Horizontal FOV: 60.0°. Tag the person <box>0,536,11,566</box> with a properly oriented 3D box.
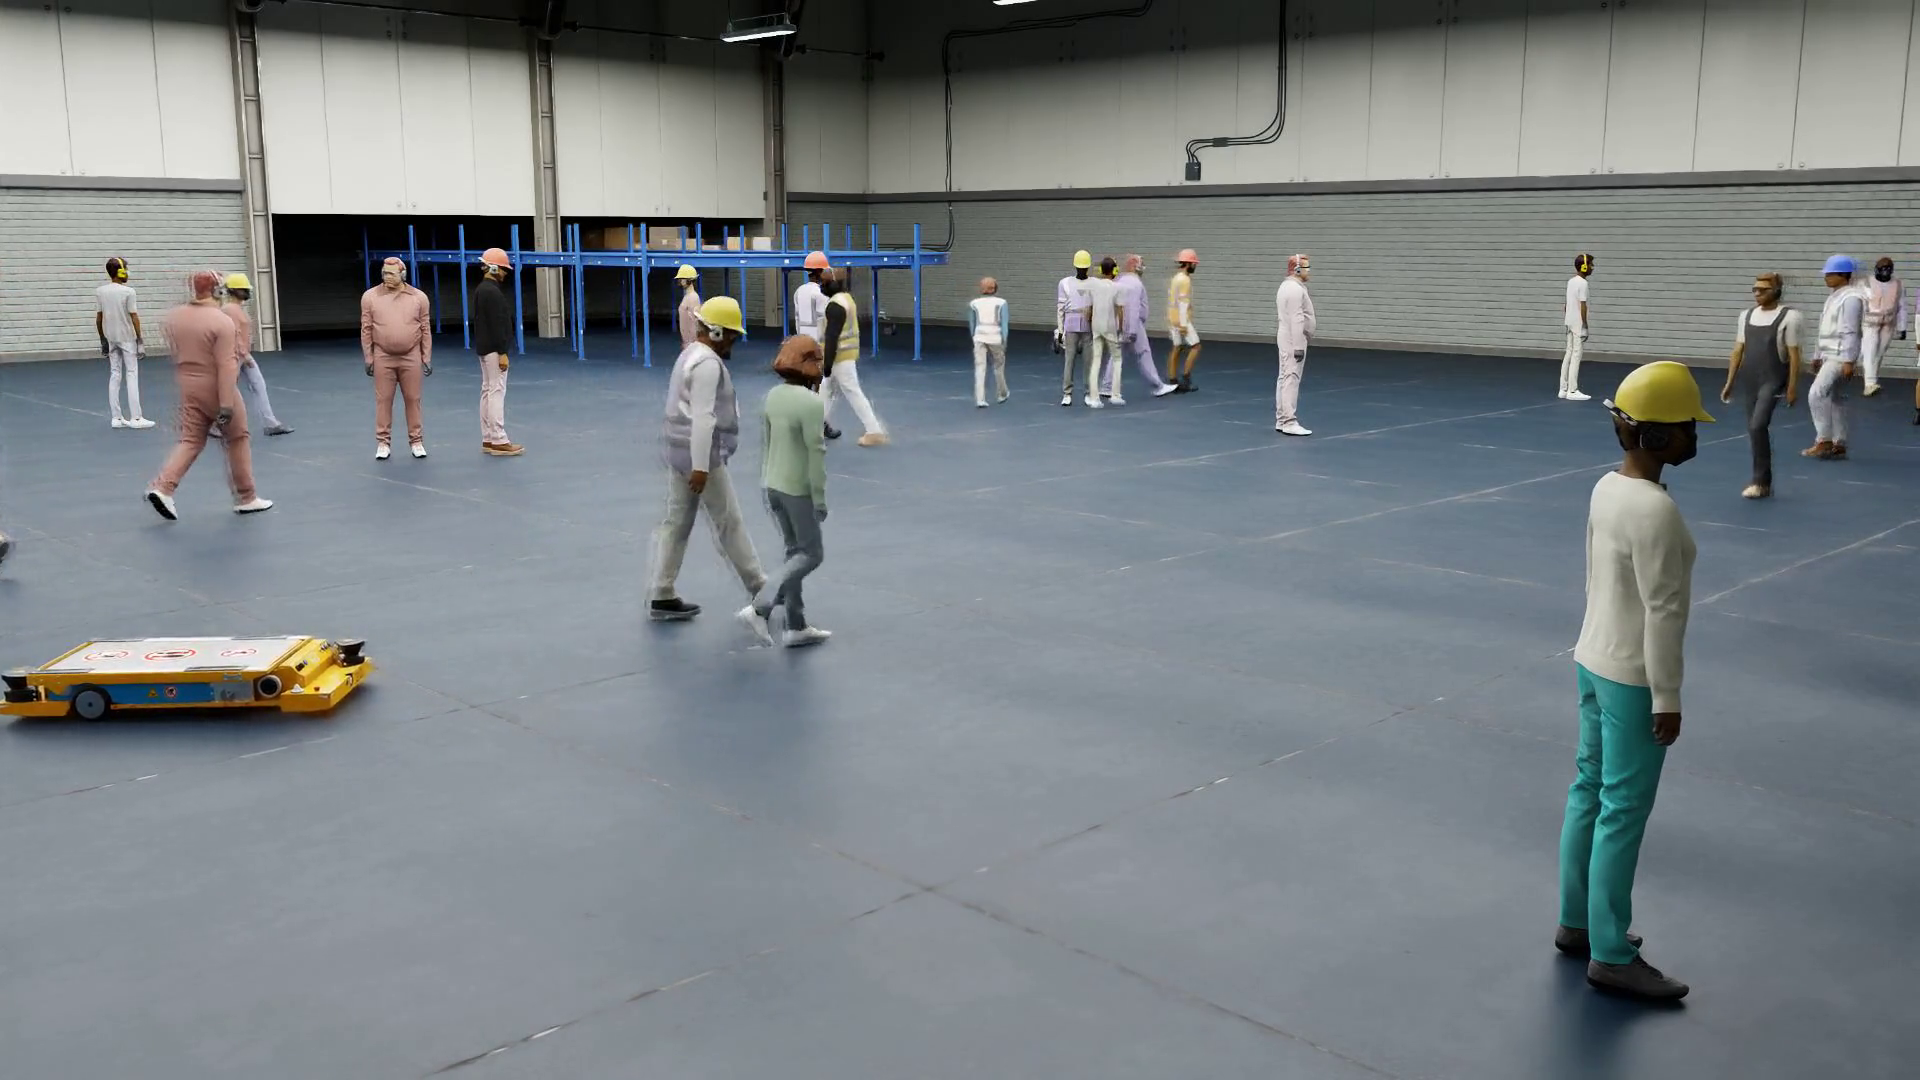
[{"bbox_3d":[-6.316,-0.577,10.183,0.769,1.669,0.539,1,10,4],"label":"person"}]

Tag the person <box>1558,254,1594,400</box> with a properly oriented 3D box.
[{"bbox_3d":[8.013,-2.764,21.571,0.309,1.868,0.535,-1,10,-3],"label":"person"}]

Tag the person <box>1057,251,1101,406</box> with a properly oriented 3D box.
[{"bbox_3d":[1.505,-2.639,20.747,0.585,1.920,0.374,0,10,1],"label":"person"}]

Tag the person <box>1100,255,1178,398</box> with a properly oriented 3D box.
[{"bbox_3d":[2.297,-2.768,21.648,1.012,1.848,0.654,-3,11,-15],"label":"person"}]

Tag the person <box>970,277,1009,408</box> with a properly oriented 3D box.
[{"bbox_3d":[0.373,-2.444,20.572,0.525,1.581,0.897,3,11,17],"label":"person"}]

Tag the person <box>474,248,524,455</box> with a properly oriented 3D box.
[{"bbox_3d":[-4.508,-1.832,16.164,0.391,1.988,0.611,-6,12,-30],"label":"person"}]

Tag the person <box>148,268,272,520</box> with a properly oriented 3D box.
[{"bbox_3d":[-5.670,-1.096,12.481,0.652,1.876,0.910,5,11,24],"label":"person"}]

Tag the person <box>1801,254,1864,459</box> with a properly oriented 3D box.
[{"bbox_3d":[8.206,-1.725,15.739,0.588,1.924,0.639,2,11,12],"label":"person"}]

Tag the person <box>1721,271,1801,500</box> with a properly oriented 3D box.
[{"bbox_3d":[6.394,-1.236,13.352,0.647,1.822,0.504,-5,11,-24],"label":"person"}]

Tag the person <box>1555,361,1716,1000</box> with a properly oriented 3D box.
[{"bbox_3d":[1.905,0.383,4.690,0.311,1.769,0.525,0,10,2],"label":"person"}]

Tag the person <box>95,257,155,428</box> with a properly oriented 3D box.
[{"bbox_3d":[-9.237,-2.171,18.345,0.535,1.865,0.312,2,11,11],"label":"person"}]

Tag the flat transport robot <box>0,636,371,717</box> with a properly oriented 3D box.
[{"bbox_3d":[-3.526,0.613,7.628,1.431,0.197,0.652,-1,10,-4],"label":"flat transport robot"}]

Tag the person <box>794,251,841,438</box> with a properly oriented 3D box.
[{"bbox_3d":[-1.505,-2.051,17.489,0.360,1.939,0.543,-9,13,-39],"label":"person"}]

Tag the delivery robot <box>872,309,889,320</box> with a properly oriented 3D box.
[{"bbox_3d":[-1.667,-4.815,35.489,0.335,0.223,0.698,-3,11,-14],"label":"delivery robot"}]

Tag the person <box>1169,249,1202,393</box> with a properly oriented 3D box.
[{"bbox_3d":[3.060,-2.936,22.363,0.566,1.916,0.588,-1,10,-5],"label":"person"}]

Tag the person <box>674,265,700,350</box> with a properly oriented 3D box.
[{"bbox_3d":[-3.158,-2.322,19.439,0.314,1.769,0.524,-3,11,-16],"label":"person"}]

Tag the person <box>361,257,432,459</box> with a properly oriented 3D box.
[{"bbox_3d":[-5.352,-1.727,15.830,0.636,1.903,0.404,-4,11,-20],"label":"person"}]

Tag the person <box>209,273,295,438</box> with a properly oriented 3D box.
[{"bbox_3d":[-7.600,-1.938,17.486,0.942,1.719,0.522,-1,10,-3],"label":"person"}]

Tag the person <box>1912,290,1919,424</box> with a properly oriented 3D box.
[{"bbox_3d":[10.995,-2.256,18.618,0.377,1.932,0.552,-6,12,-29],"label":"person"}]

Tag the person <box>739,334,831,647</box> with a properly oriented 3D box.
[{"bbox_3d":[-0.888,-0.237,8.458,0.496,1.617,0.526,-7,13,-35],"label":"person"}]

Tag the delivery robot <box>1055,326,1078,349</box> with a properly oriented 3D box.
[{"bbox_3d":[1.929,-3.705,30.148,0.477,0.478,0.707,-1,10,-4],"label":"delivery robot"}]

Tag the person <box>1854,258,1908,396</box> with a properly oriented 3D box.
[{"bbox_3d":[12.075,-2.773,21.796,0.659,1.798,0.919,2,11,9],"label":"person"}]

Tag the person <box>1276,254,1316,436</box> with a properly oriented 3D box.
[{"bbox_3d":[3.586,-2.085,17.759,0.406,1.911,0.638,0,10,0],"label":"person"}]

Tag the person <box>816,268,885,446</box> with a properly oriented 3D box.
[{"bbox_3d":[-1.214,-1.830,16.710,0.986,1.792,0.641,1,10,3],"label":"person"}]

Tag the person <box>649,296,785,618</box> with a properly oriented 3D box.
[{"bbox_3d":[-1.340,-0.457,9.242,0.894,1.774,0.617,-4,11,-23],"label":"person"}]

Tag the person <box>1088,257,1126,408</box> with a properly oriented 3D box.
[{"bbox_3d":[1.816,-2.560,20.540,0.521,1.844,0.747,5,11,25],"label":"person"}]
